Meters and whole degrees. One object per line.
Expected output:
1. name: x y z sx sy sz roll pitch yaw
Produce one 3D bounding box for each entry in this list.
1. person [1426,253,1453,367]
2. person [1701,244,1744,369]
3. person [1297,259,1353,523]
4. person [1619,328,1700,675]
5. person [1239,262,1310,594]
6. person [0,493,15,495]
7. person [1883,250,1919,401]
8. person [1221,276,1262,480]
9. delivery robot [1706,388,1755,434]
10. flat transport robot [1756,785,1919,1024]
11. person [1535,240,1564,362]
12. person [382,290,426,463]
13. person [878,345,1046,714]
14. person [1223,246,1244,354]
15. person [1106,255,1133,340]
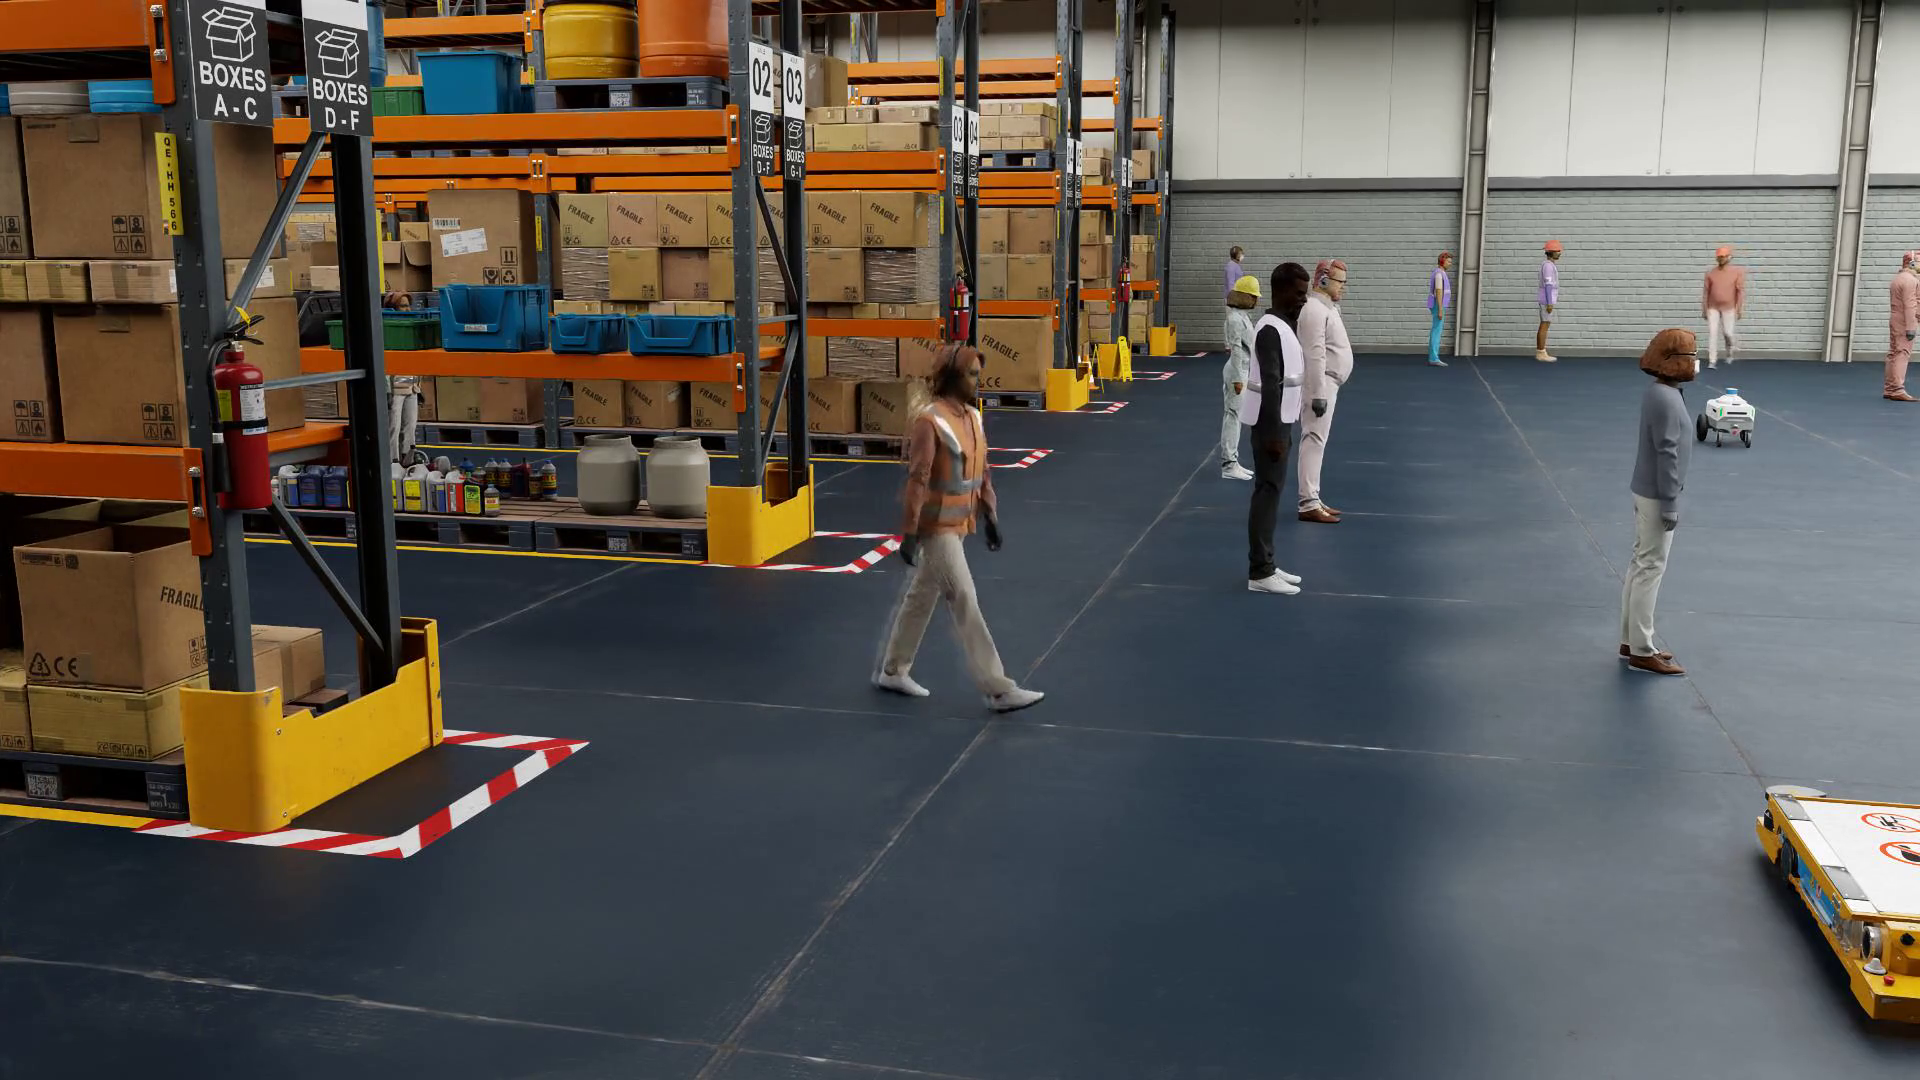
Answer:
1. person: 7.776 -3.740 27.025 0.389 1.837 0.563 3 11 14
2. person: 12.103 -3.700 26.405 0.638 1.982 0.570 8 13 37
3. person: 2.651 -1.084 12.134 0.407 1.902 0.639 3 11 14
4. person: 3.338 -0.190 7.914 0.279 1.634 0.499 3 11 14
5. person: 1.835 -0.654 9.715 0.391 1.914 0.587 3 11 14
6. person: -5.257 -0.554 8.929 0.379 1.996 0.611 3 11 14
7. person: 12.073 -2.727 21.214 0.407 1.910 0.639 3 11 14
8. person: 2.423 -1.394 14.310 0.309 1.735 0.484 3 11 14
9. delivery robot: 7.713 -1.275 16.657 0.477 0.478 0.707 2 11 14
10. flat transport robot: 2.841 1.041 4.873 0.652 0.197 1.431 3 11 14
11. person: 9.935 -4.027 28.041 0.377 2.045 0.605 3 11 14
12. person: -4.502 -1.183 13.398 0.310 1.642 0.514 3 11 14
13. person: -0.015 -0.049 7.239 0.868 1.585 0.534 5 11 24
14. person: 4.918 -4.304 29.867 0.371 1.940 0.627 3 11 14
15. person: 2.636 -3.814 27.440 0.429 1.838 0.621 3 11 14
